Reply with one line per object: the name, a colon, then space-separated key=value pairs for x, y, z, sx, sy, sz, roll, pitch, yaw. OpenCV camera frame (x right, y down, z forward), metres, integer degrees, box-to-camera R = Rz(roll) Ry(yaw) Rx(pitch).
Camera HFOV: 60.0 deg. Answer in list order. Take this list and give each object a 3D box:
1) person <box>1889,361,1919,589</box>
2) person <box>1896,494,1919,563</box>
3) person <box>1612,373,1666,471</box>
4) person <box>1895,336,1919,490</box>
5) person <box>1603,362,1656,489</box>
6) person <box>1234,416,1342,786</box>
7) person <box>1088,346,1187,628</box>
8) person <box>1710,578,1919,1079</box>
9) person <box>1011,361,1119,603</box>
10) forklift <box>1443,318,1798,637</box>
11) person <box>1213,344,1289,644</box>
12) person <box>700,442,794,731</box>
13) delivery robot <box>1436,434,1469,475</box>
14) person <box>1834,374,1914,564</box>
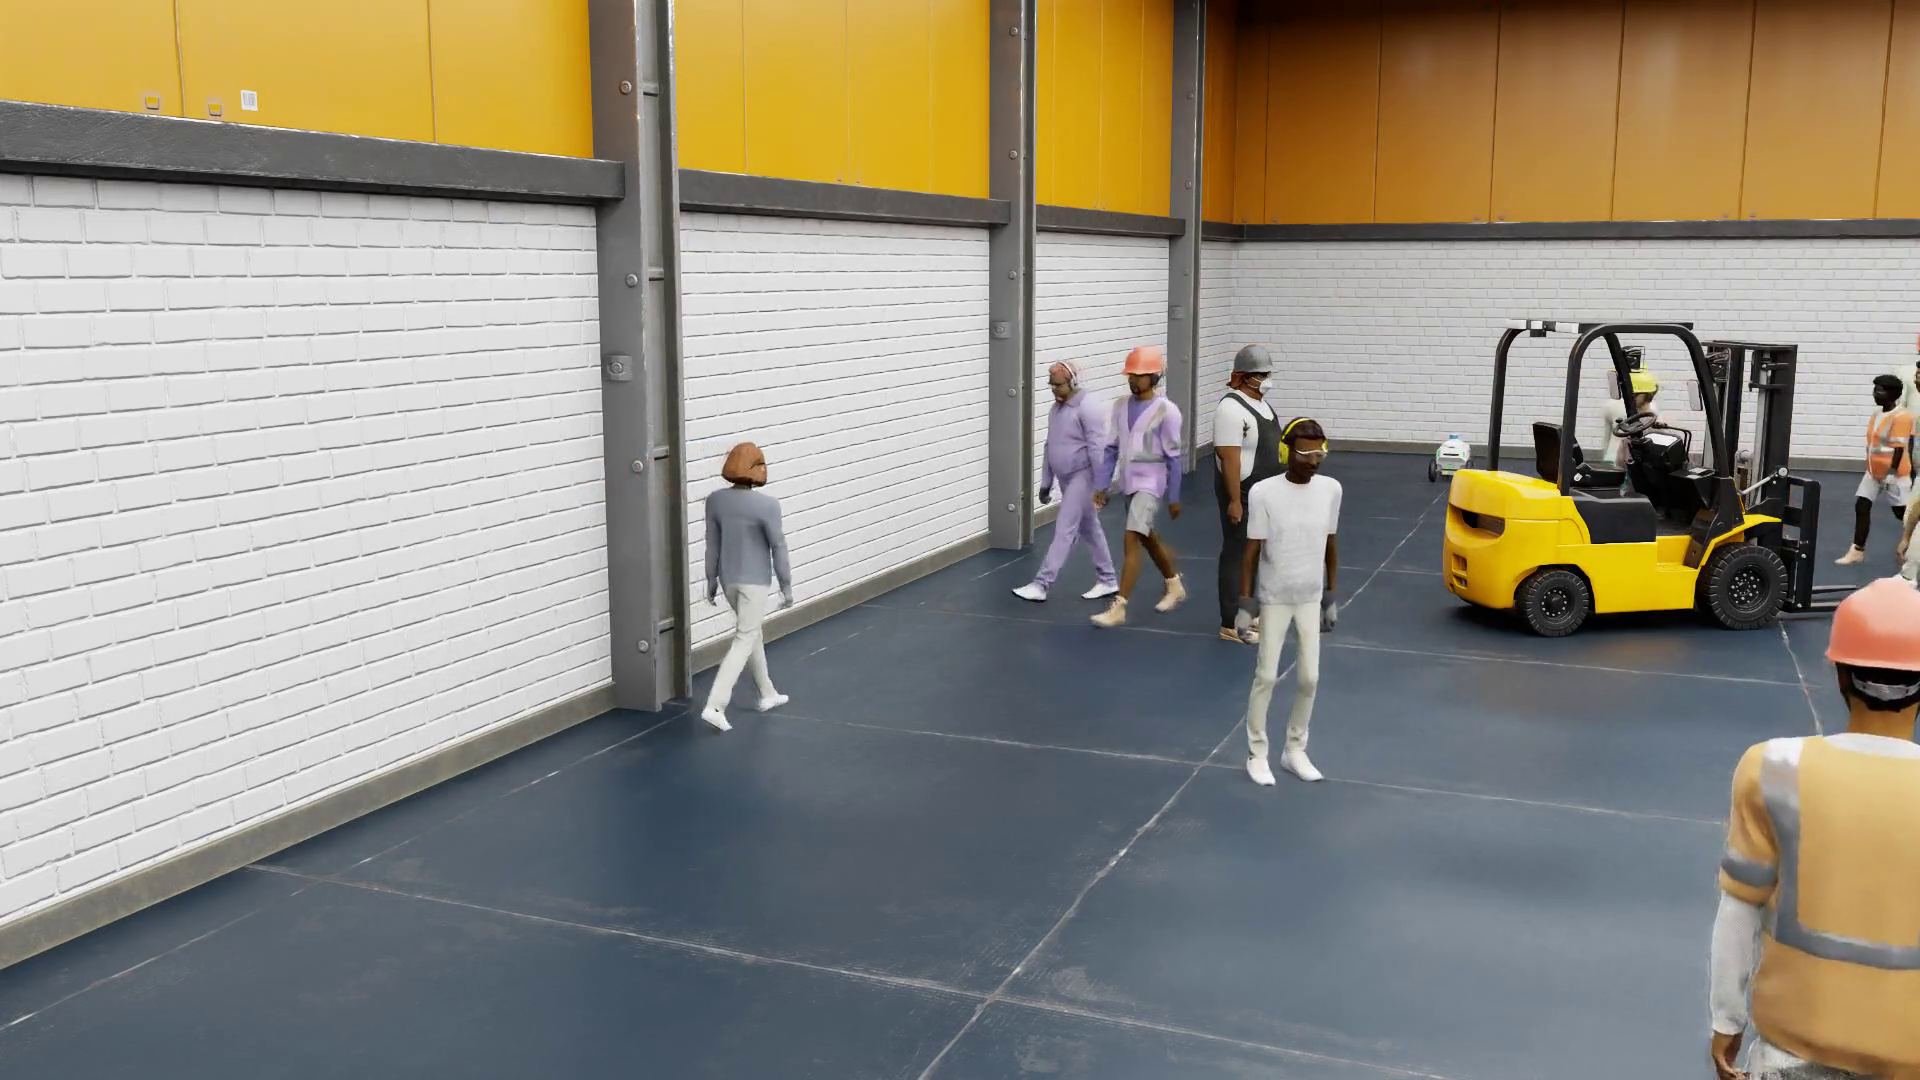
person: x=7.662 y=-0.511 z=13.093 sx=0.616 sy=1.851 sz=0.543 roll=5 pitch=10 yaw=26
person: x=6.099 y=0.029 z=10.078 sx=0.684 sy=1.784 sz=0.989 roll=4 pitch=10 yaw=23
person: x=5.459 y=-0.487 z=13.385 sx=0.931 sy=1.713 sz=0.541 roll=0 pitch=9 yaw=1
person: x=9.358 y=-1.065 z=16.110 sx=0.614 sy=1.971 sz=0.482 roll=6 pitch=11 yaw=32
person: x=5.748 y=-0.649 z=14.248 sx=0.563 sy=1.738 sz=0.556 roll=-5 pitch=11 yaw=-29
person: x=1.618 y=0.308 z=8.181 sx=0.566 sy=1.847 sz=0.417 roll=-2 pitch=10 yaw=-12
person: x=1.336 y=-0.403 z=12.014 sx=1.047 sy=2.001 sz=0.607 roll=-7 pitch=11 yaw=-35
person: x=1.873 y=1.042 z=3.512 sx=0.552 sy=1.917 sz=0.749 roll=6 pitch=11 yaw=32
person: x=0.819 y=-0.430 z=12.630 sx=0.965 sy=1.843 sz=0.659 roll=-3 pitch=10 yaw=-20
forklift: x=4.706 y=-0.497 z=11.990 sx=2.313 sy=2.155 sz=1.214 roll=-2 pitch=10 yaw=-10
person: x=2.025 y=-0.327 z=11.425 sx=0.537 sy=2.000 sz=0.682 roll=5 pitch=11 yaw=27
person: x=-1.212 y=0.244 z=9.310 sx=0.514 sy=1.595 sz=0.842 roll=6 pitch=11 yaw=31
delivery robot: x=5.890 y=-1.025 z=19.861 sx=0.477 sy=0.478 sz=0.707 roll=3 pitch=10 yaw=20
person: x=7.992 y=-0.581 z=14.164 sx=0.813 sy=1.671 sz=0.530 roll=0 pitch=9 yaw=-1
